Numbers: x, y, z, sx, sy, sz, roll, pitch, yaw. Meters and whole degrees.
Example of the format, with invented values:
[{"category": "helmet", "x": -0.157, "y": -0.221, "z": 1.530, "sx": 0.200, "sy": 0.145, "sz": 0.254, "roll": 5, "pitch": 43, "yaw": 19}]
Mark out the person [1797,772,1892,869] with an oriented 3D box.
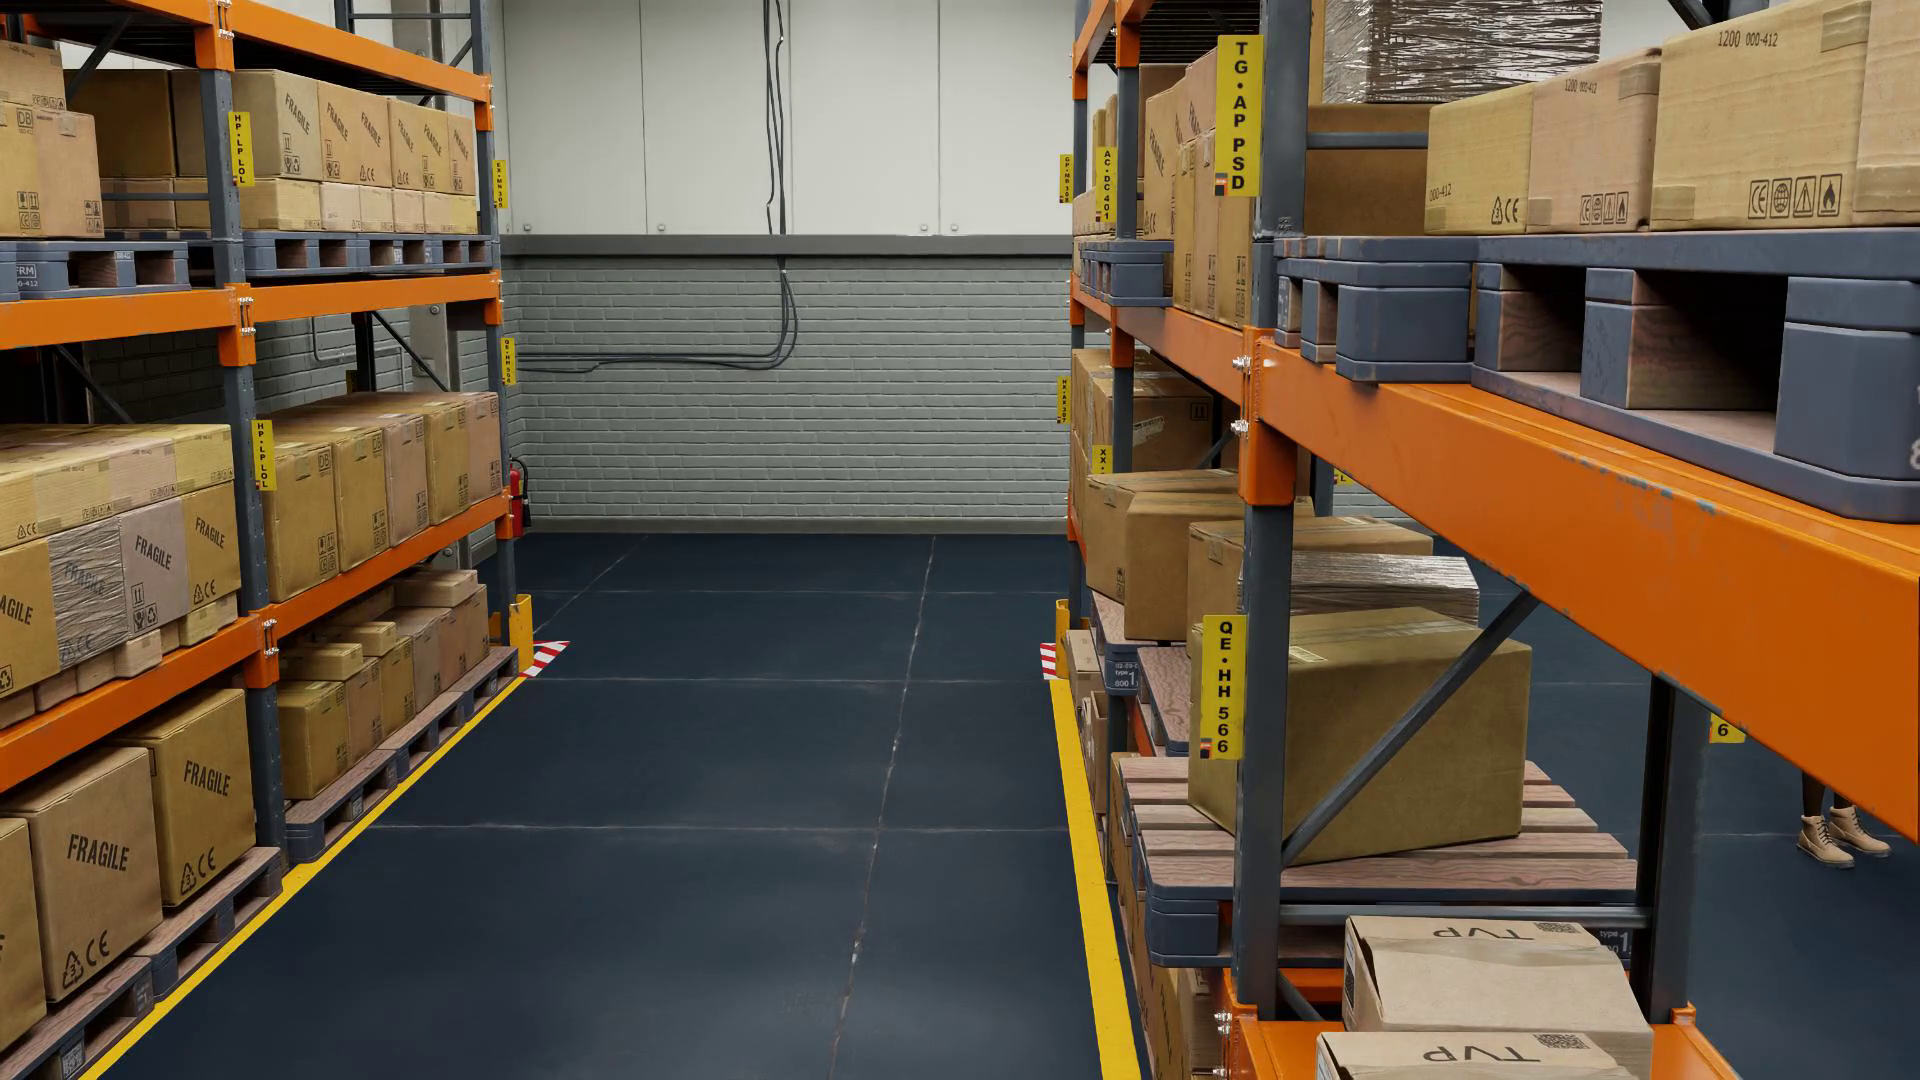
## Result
[{"category": "person", "x": 4.415, "y": 0.576, "z": 8.160, "sx": 0.608, "sy": 2.047, "sz": 0.366, "roll": -6, "pitch": 11, "yaw": -28}]
